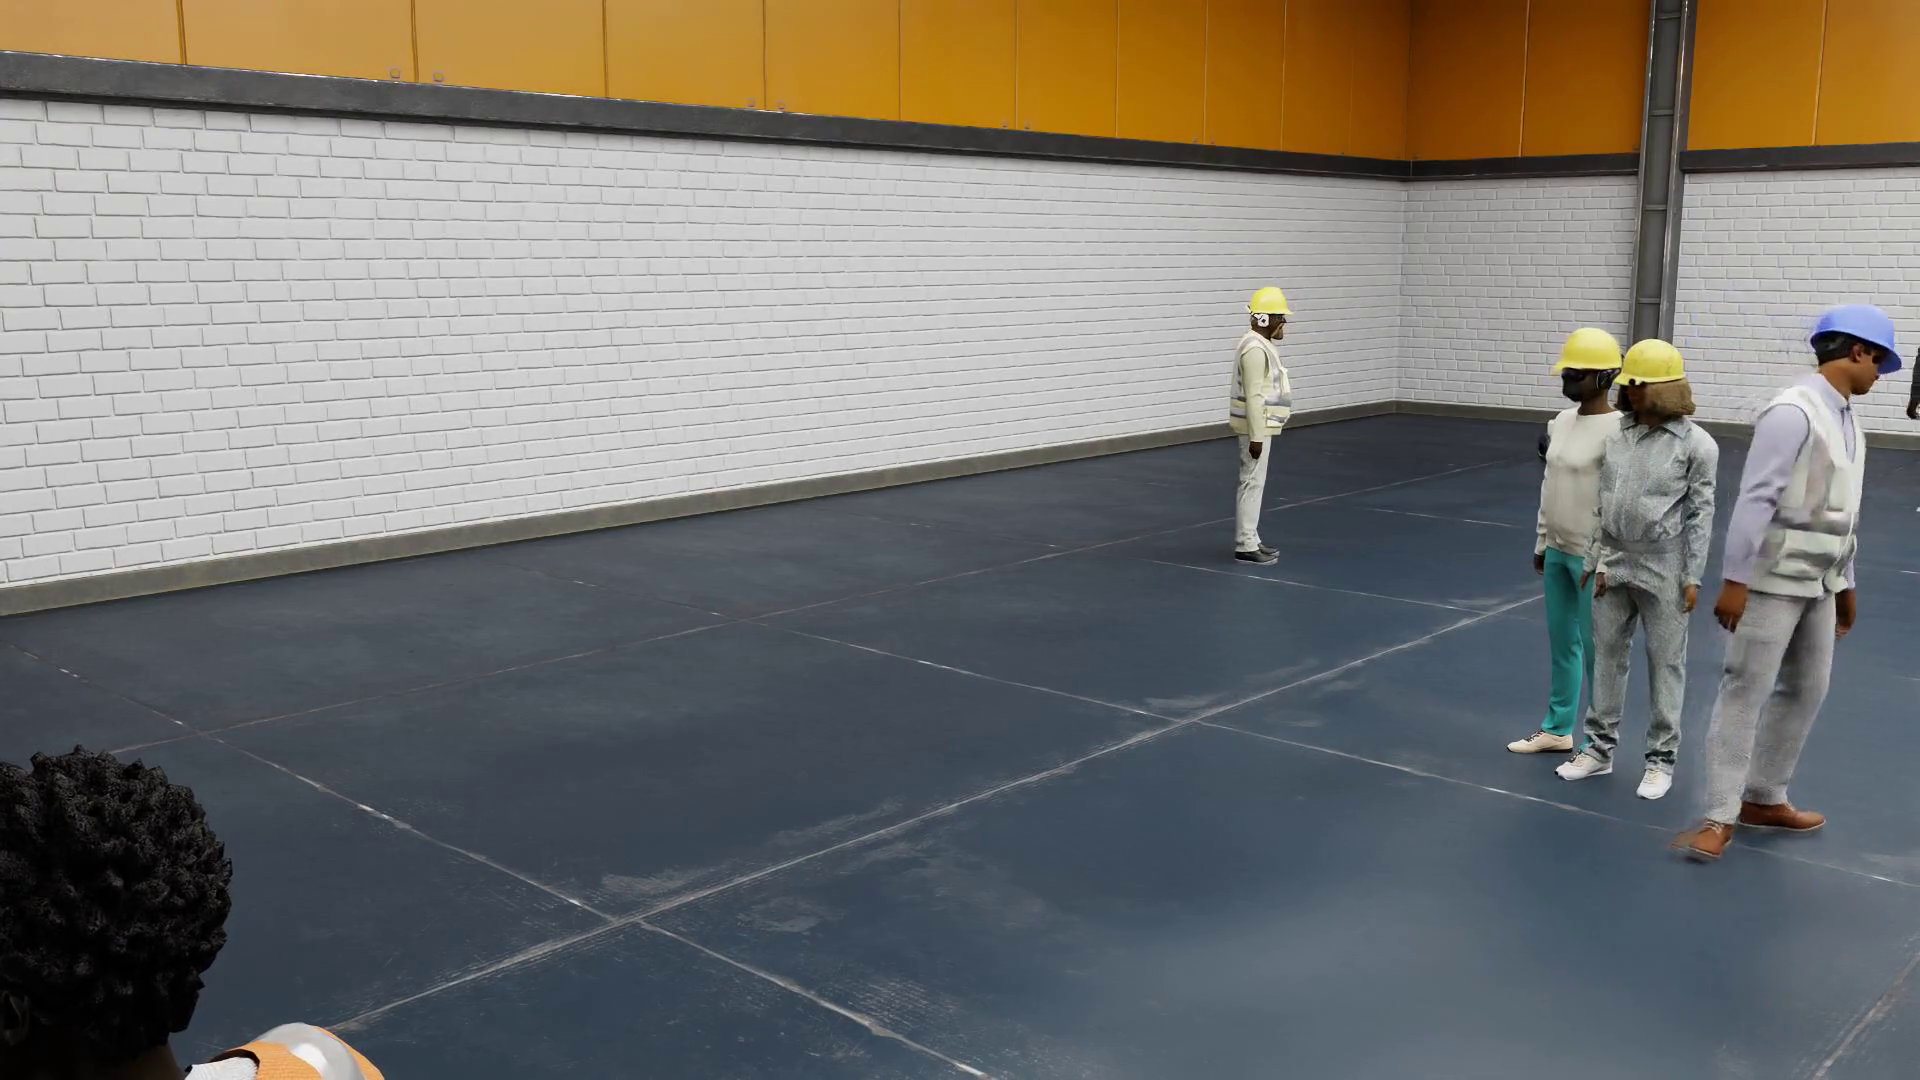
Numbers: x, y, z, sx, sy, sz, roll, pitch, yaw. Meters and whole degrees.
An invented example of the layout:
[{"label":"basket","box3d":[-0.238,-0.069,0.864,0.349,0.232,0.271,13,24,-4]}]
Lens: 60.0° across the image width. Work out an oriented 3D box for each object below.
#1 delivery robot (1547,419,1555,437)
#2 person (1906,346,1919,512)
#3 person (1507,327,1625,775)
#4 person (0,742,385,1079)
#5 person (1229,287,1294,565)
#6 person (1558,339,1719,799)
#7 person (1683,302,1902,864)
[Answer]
[{"label":"delivery robot","box3d":[5.873,-1.013,15.807,0.477,0.478,0.707,-1,10,-4]},{"label":"person","box3d":[7.645,-1.118,12.848,0.592,1.904,0.446,-1,10,-7]},{"label":"person","box3d":[2.452,0.047,6.596,0.307,1.770,0.525,-2,10,-14]},{"label":"person","box3d":[-0.653,0.998,1.401,0.320,1.694,0.532,3,11,19]},{"label":"person","box3d":[1.978,-0.747,10.966,0.403,1.825,0.592,2,10,11]},{"label":"person","box3d":[2.580,0.110,6.316,0.313,1.738,0.483,-8,13,-39]},{"label":"person","box3d":[2.796,0.155,5.646,0.765,1.902,0.399,-8,13,-37]}]
